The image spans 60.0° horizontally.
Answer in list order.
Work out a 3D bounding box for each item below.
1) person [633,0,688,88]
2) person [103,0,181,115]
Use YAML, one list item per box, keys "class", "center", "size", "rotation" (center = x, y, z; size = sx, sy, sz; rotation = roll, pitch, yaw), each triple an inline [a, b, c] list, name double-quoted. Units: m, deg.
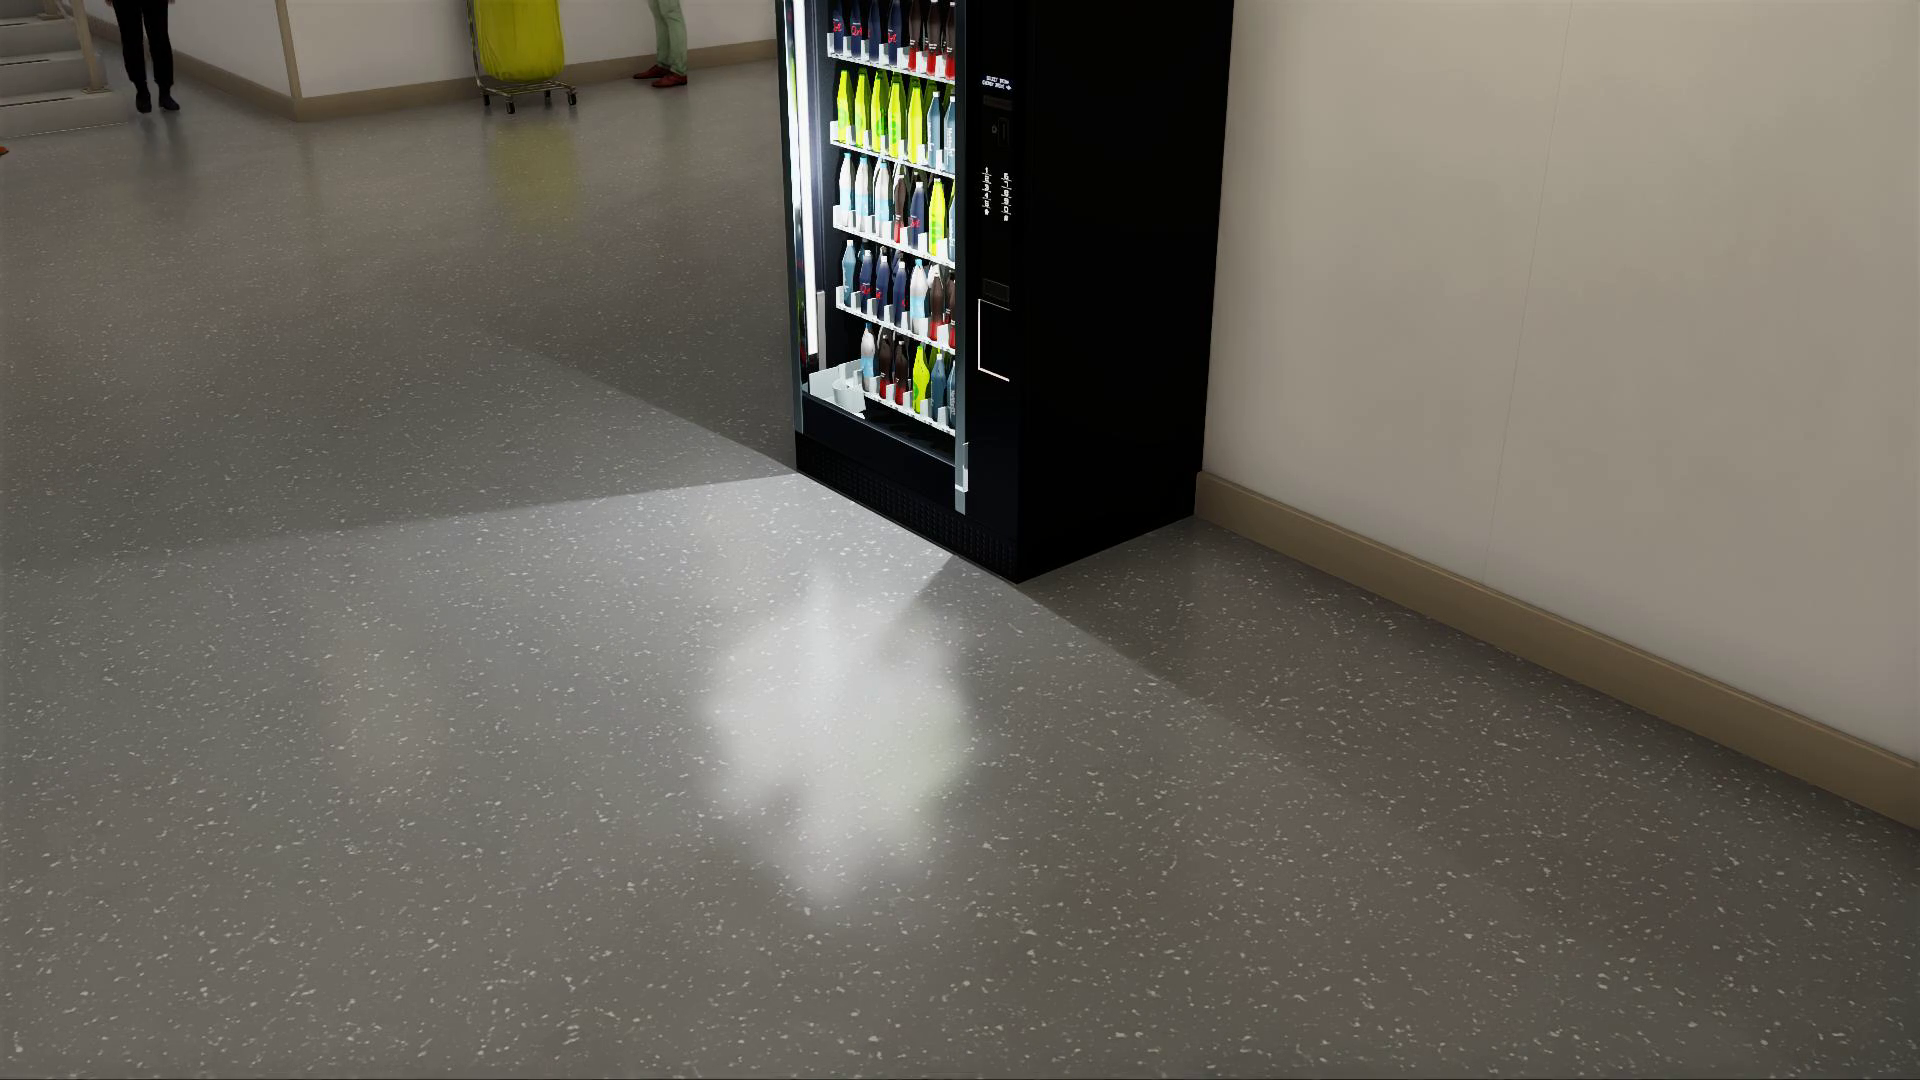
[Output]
- class: "person"
  center: [-2.267, -4.410, 12.546]
  size: [0.765, 1.875, 0.591]
  rotation: [-14, 29, -27]
- class: "person"
  center: [-5.791, -3.915, 11.668]
  size: [0.650, 1.746, 0.616]
  rotation: [-18, 31, -33]
